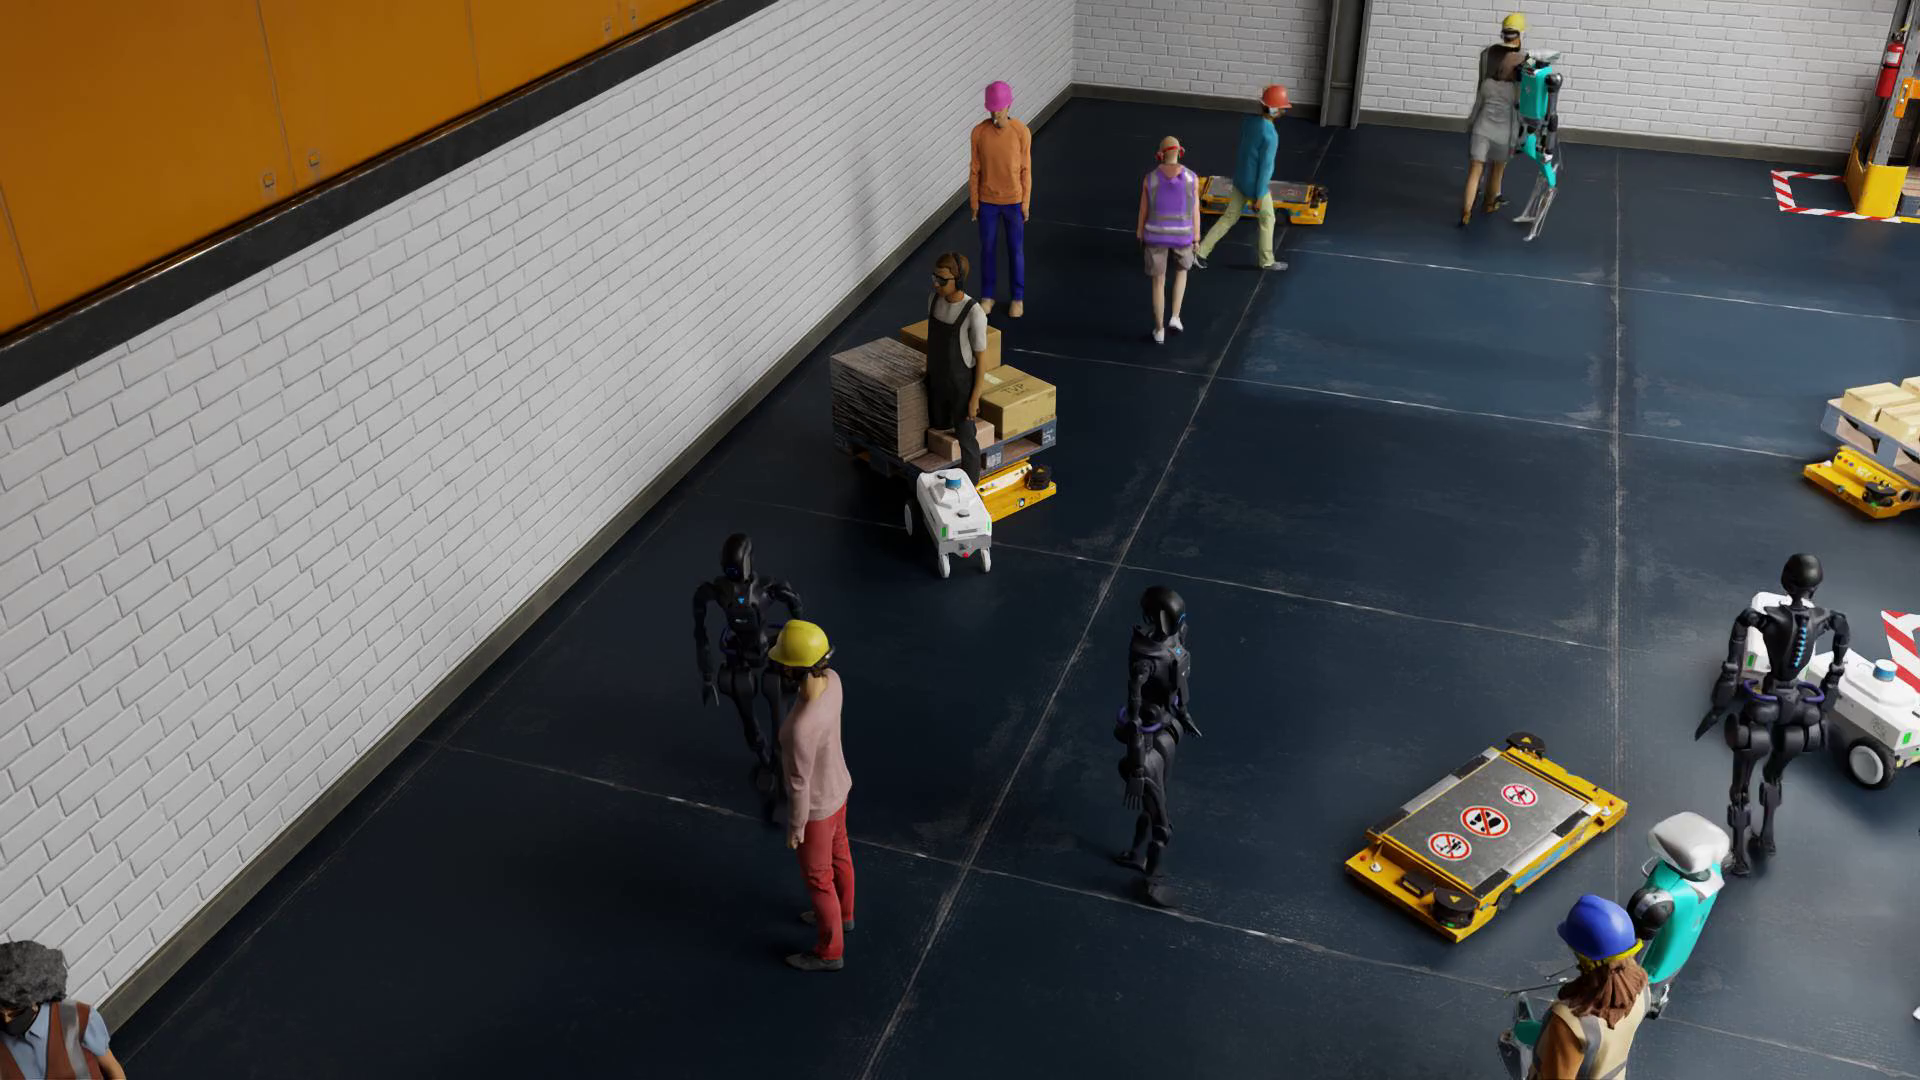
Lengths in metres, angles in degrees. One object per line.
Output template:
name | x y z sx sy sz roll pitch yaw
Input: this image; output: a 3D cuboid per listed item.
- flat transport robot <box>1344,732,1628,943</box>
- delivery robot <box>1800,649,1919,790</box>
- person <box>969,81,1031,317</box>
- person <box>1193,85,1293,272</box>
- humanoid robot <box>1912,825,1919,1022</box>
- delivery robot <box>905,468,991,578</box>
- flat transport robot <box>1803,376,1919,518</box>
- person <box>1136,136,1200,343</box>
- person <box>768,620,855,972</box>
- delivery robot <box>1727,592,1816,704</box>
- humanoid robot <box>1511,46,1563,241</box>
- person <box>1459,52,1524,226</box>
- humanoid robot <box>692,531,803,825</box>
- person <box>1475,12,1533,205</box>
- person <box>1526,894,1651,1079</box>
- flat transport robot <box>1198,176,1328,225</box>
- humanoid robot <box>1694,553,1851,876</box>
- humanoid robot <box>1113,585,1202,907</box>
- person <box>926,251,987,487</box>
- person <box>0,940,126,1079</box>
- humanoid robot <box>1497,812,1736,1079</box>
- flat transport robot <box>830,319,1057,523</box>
flat transport robot | 2.611 1.432 8.190 1.431 0.231 0.659 -23 37 -34
delivery robot | 4.833 0.905 8.795 0.518 0.585 0.730 -12 32 -19
person | 0.326 -2.809 13.730 0.515 1.973 0.401 4 31 7
person | 2.504 -3.124 14.532 0.840 1.707 0.582 -9 32 -15
humanoid robot | 4.457 1.205 7.163 0.570 1.753 1.016 25 38 35
delivery robot | -0.046 -0.160 10.607 0.499 0.586 0.773 -7 31 -12
flat transport robot | 6.631 -0.476 11.435 1.431 0.231 0.659 -10 32 -16
person | 1.662 -2.402 13.313 0.505 1.672 0.426 2 31 4
person | -0.644 1.113 7.265 0.327 1.760 0.525 6 31 11
delivery robot | 4.567 0.611 9.292 0.499 0.583 0.777 13 33 21
humanoid robot | 5.488 -3.726 15.515 0.772 1.772 0.571 -14 33 -23
person | 5.033 -3.801 15.765 0.543 1.620 0.858 17 34 26
humanoid robot | -0.990 0.629 8.181 0.602 1.629 0.547 2 31 3
person | 5.300 -4.210 16.272 0.412 1.810 0.616 -19 35 -29
person | 2.116 1.956 5.813 0.470 1.773 0.331 -18 35 -28
flat transport robot | 2.855 -3.327 16.286 1.431 0.231 0.659 7 31 13
humanoid robot | 3.818 0.828 7.839 0.603 1.643 0.383 3 31 5
humanoid robot | 0.927 0.919 7.673 0.366 1.655 0.615 16 34 25
person | -0.050 -0.984 10.744 0.346 1.846 0.504 -26 39 -37
person | -3.075 2.048 5.736 0.453 1.688 0.300 -14 33 -22
humanoid robot | 2.397 1.673 6.327 0.530 1.771 0.700 -22 37 -33
flat transport robot | -0.067 -0.537 11.539 0.659 0.231 1.431 -25 38 -35
